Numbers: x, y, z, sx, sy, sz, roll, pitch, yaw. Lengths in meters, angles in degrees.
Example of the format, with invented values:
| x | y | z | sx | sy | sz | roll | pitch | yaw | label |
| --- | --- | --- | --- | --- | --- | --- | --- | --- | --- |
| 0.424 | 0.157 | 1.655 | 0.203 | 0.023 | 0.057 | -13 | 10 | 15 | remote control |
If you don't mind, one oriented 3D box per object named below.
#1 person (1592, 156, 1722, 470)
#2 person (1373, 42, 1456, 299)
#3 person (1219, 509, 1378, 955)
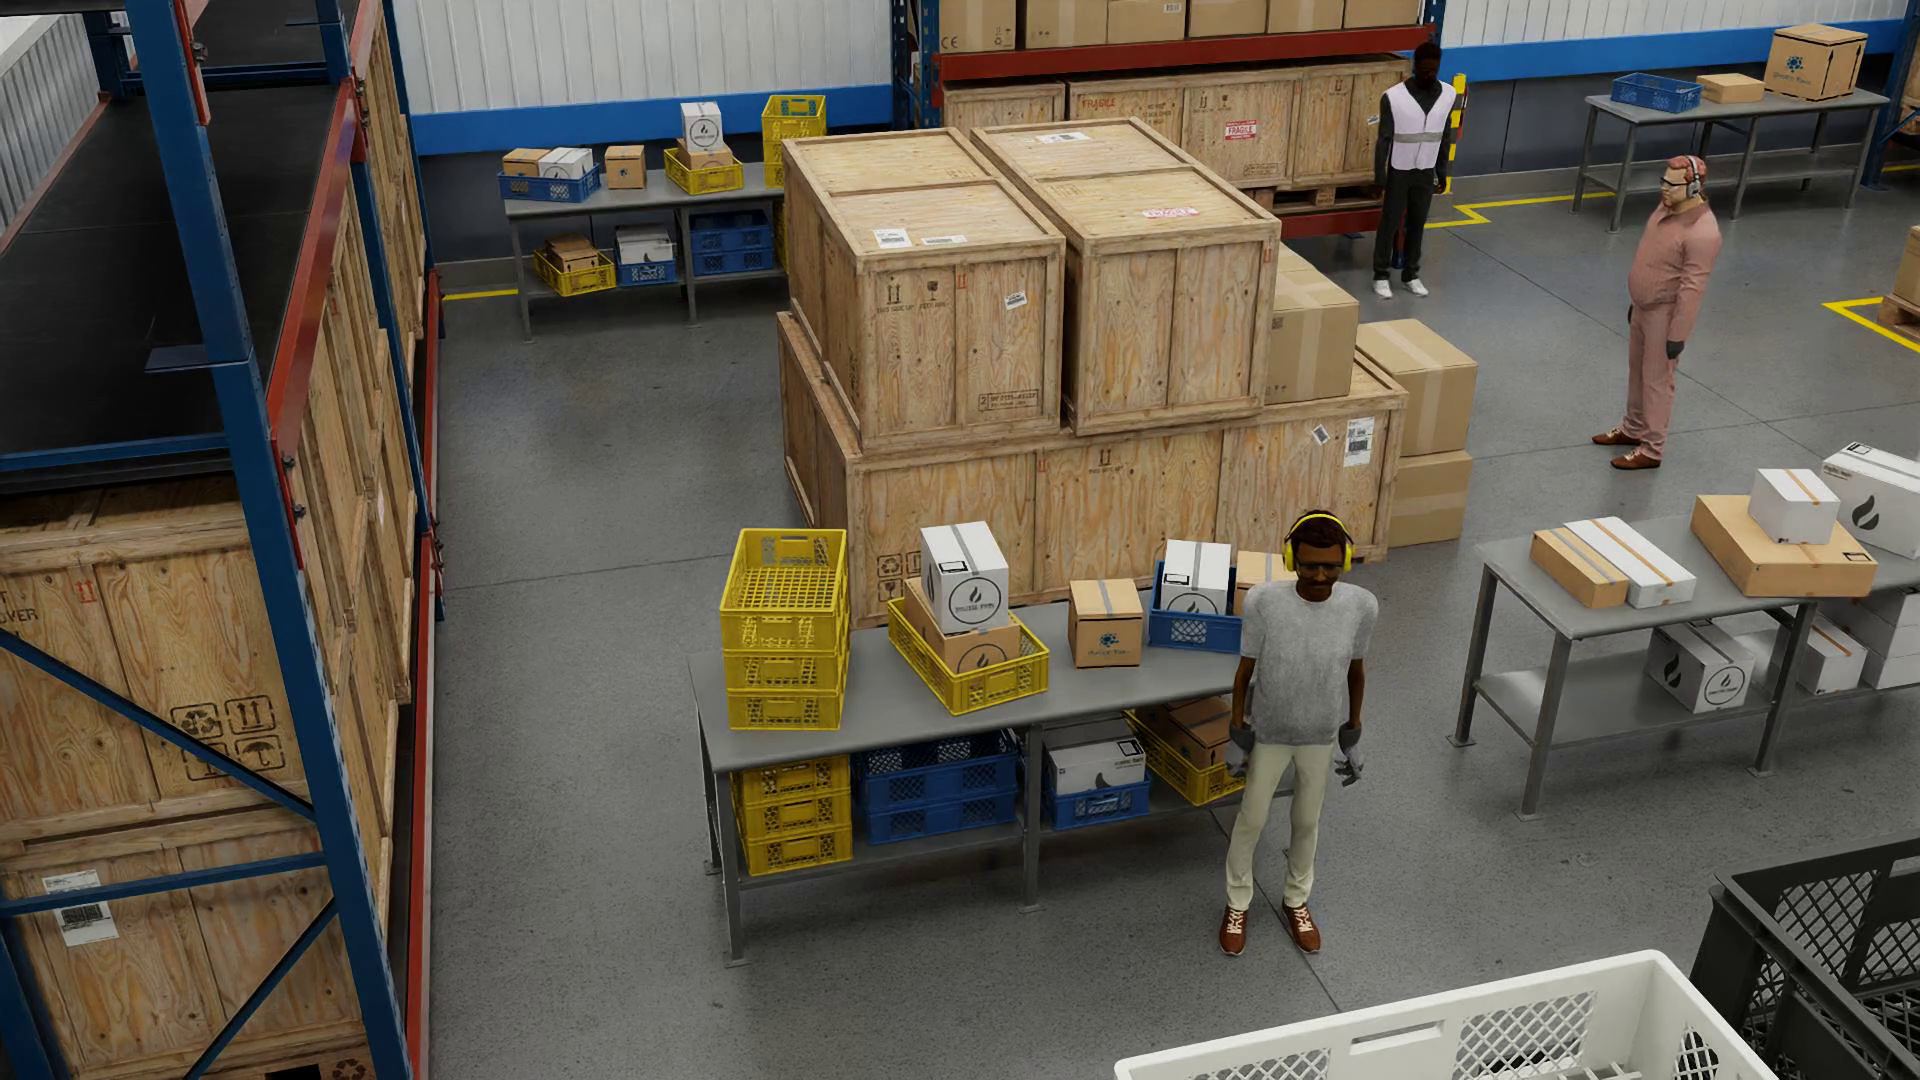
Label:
| x | y | z | sx | sy | sz | roll | pitch | yaw | label |
| --- | --- | --- | --- | --- | --- | --- | --- | --- | --- |
| 4.135 | -1.340 | 9.853 | 0.400 | 1.900 | 0.648 | 0 | 29 | 0 | person |
| 3.352 | -2.753 | 12.406 | 0.597 | 1.908 | 0.409 | -7 | 30 | -13 | person |
| 1.237 | 0.729 | 6.119 | 0.516 | 1.873 | 0.329 | 0 | 29 | -1 | person |
